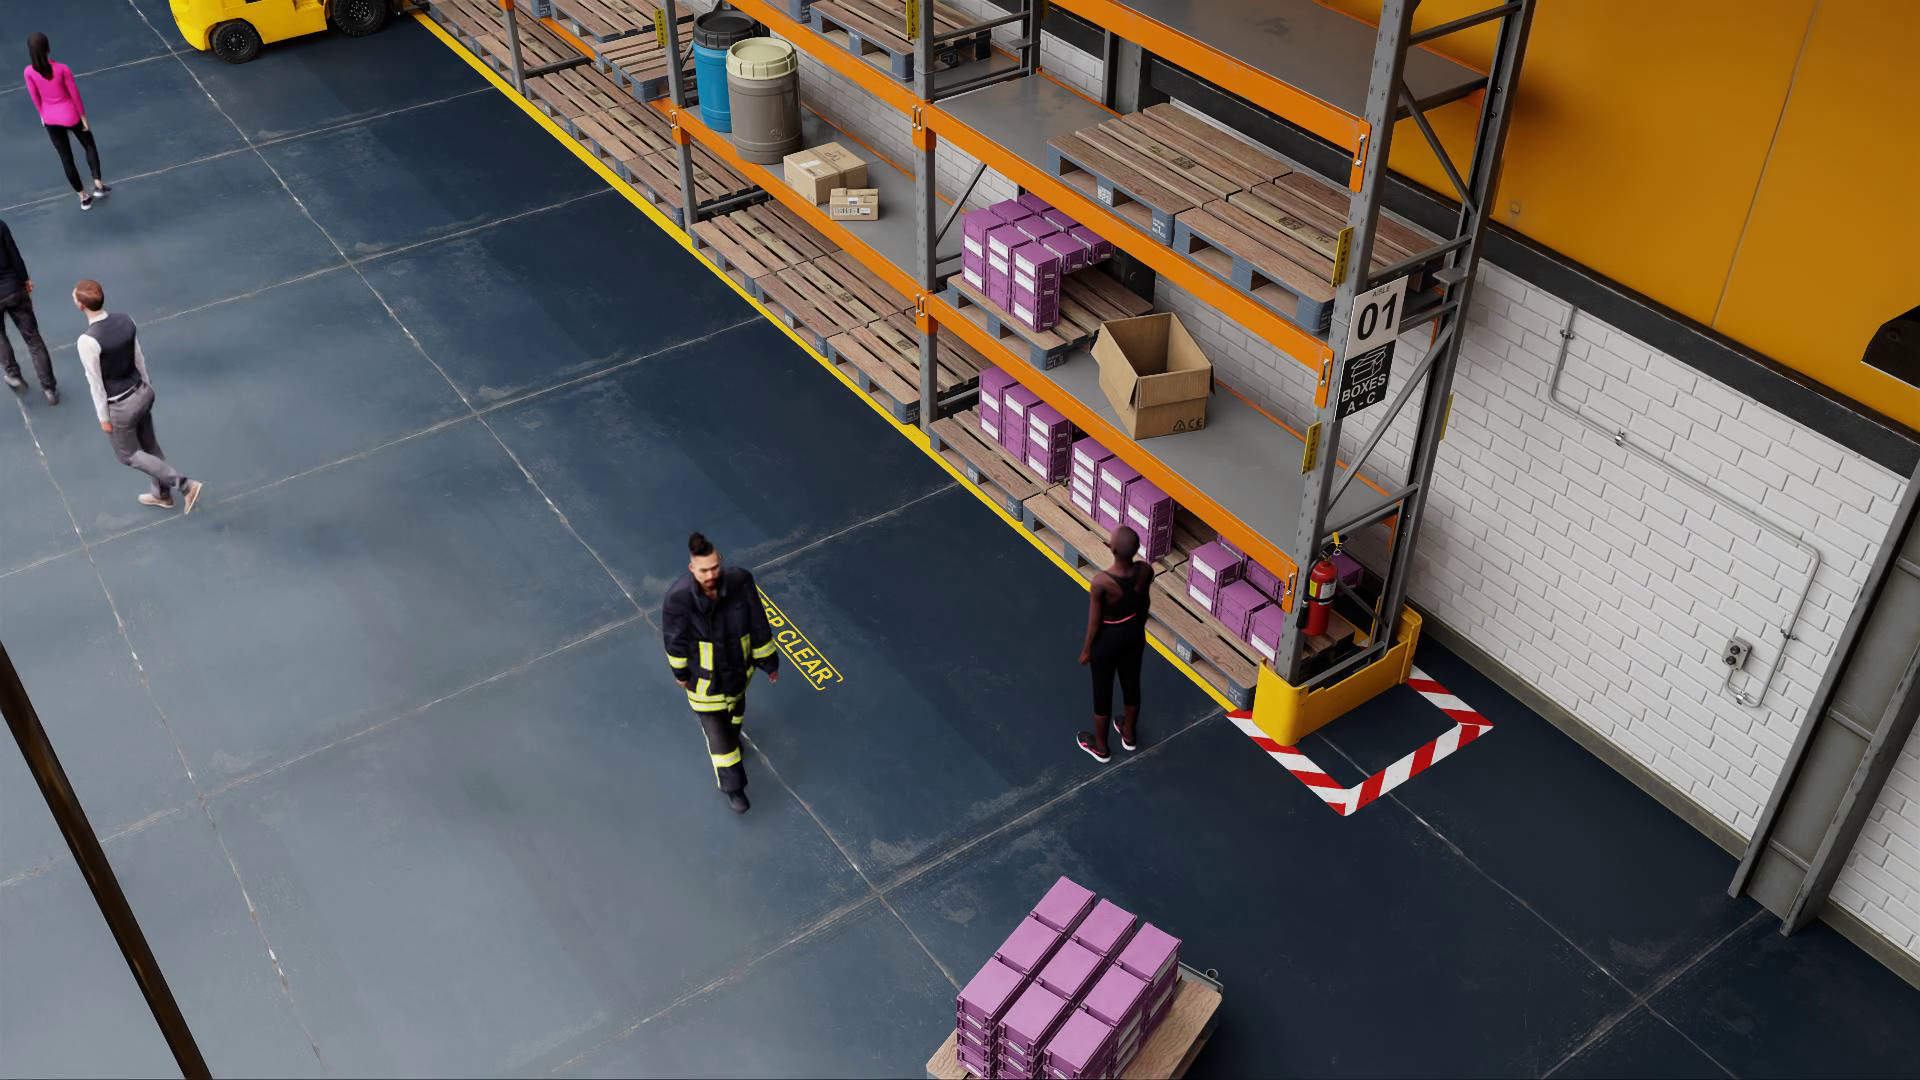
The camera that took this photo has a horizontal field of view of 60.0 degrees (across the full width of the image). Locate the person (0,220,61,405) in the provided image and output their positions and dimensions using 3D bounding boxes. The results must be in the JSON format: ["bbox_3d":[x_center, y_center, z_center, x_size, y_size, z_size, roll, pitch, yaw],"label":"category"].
[{"bbox_3d":[-7.473,-1.875,13.042,0.679,1.846,0.849,-25,45,-28],"label":"person"}]

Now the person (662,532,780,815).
[{"bbox_3d":[-1.449,0.655,9.889,0.867,1.827,1.141,-18,42,-21],"label":"person"}]

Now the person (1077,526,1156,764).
[{"bbox_3d":[0.950,0.619,9.990,0.613,1.757,0.573,-17,42,-20],"label":"person"}]

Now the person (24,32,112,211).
[{"bbox_3d":[-8.501,-3.927,15.739,0.671,1.688,0.697,-11,40,-14],"label":"person"}]

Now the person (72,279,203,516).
[{"bbox_3d":[-5.864,-0.969,11.844,1.054,1.926,0.973,10,40,12],"label":"person"}]
